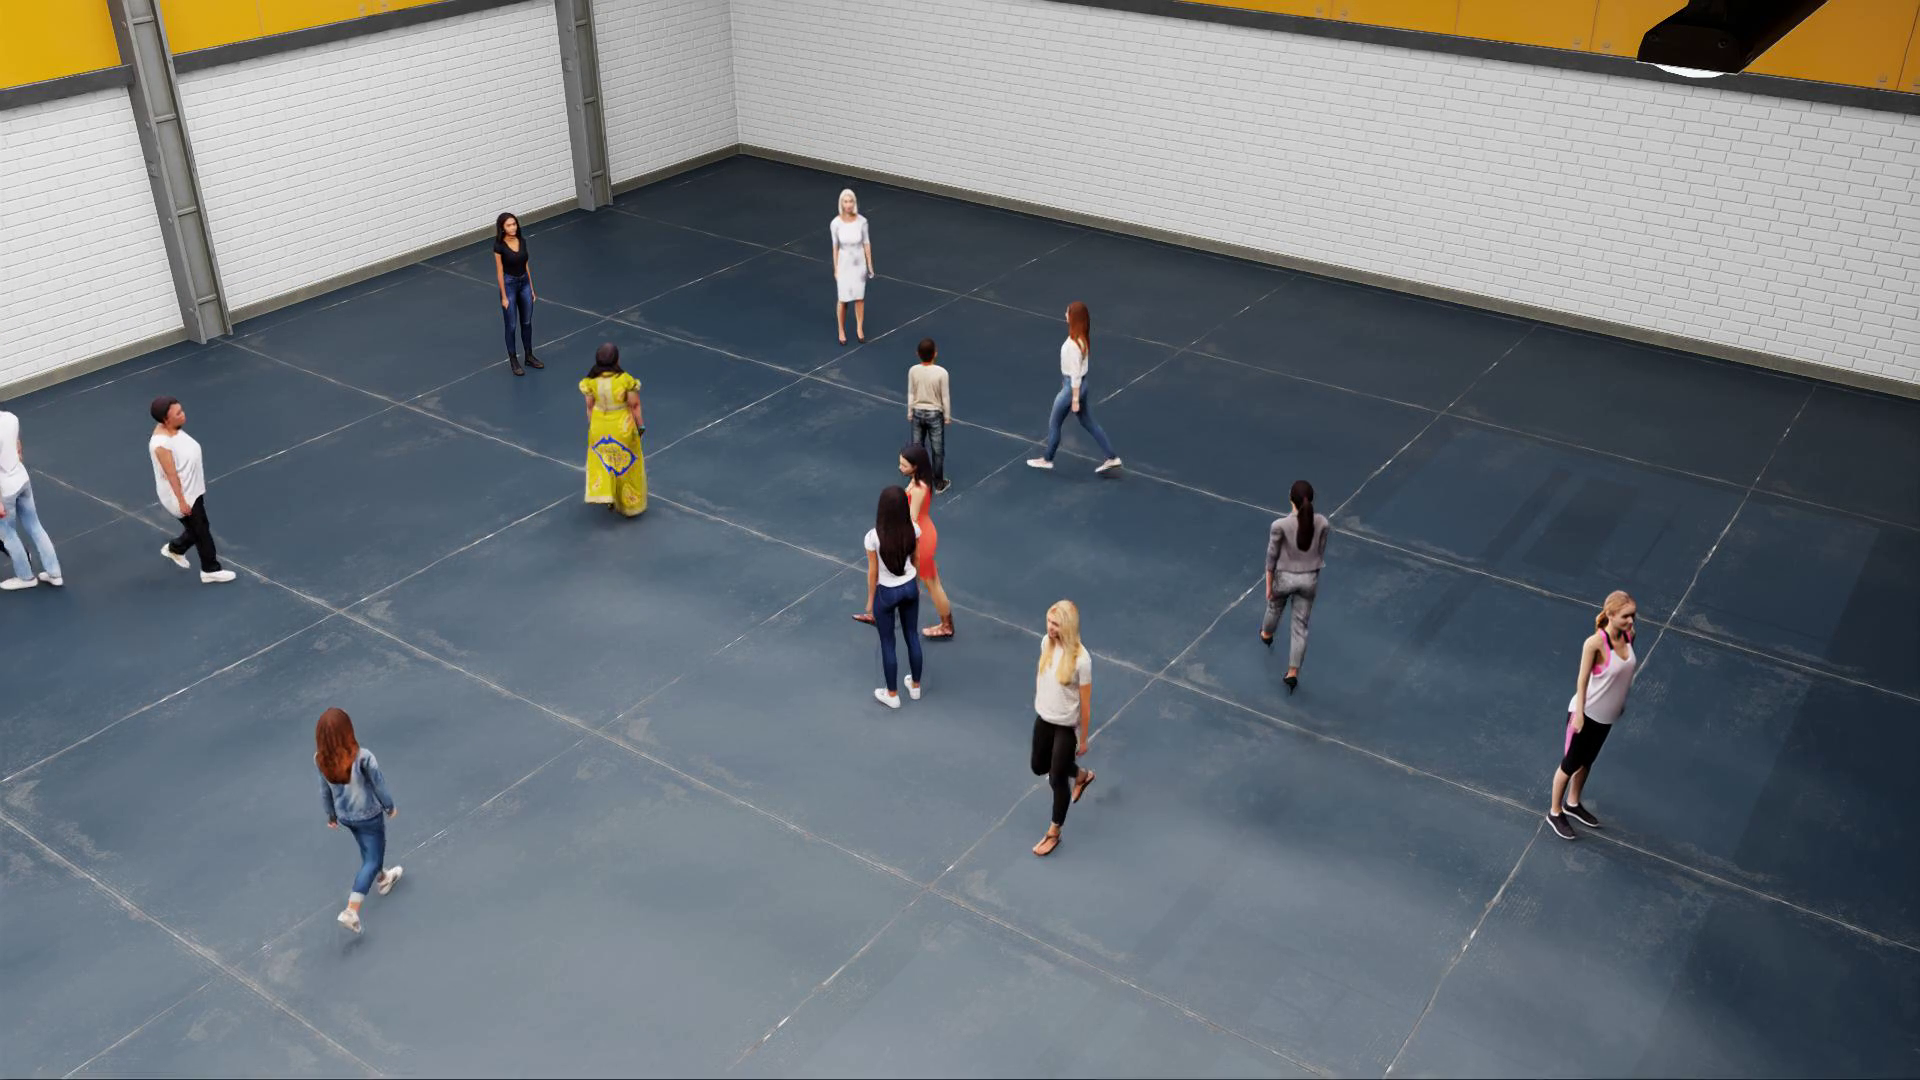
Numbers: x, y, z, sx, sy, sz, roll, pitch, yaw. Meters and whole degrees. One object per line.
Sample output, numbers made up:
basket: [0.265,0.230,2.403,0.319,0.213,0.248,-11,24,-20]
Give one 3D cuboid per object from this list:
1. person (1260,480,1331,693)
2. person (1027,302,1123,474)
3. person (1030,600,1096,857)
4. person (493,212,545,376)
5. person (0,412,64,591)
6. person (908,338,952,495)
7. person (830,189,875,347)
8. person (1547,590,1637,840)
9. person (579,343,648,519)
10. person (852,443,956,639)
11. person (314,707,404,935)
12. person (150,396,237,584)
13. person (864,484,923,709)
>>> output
person: [2.488,0.376,12.267,0.998,1.641,1.126,-1,29,-2]
person: [1.151,-1.365,15.408,0.901,1.690,1.143,9,30,15]
person: [0.707,1.153,10.665,0.689,1.812,0.929,25,37,37]
person: [-4.734,-2.643,17.699,0.630,1.740,0.487,23,36,35]
person: [-7.670,-0.410,13.500,0.927,1.841,0.854,4,29,7]
person: [-0.298,-1.132,15.224,0.606,1.456,0.581,7,29,13]
person: [-1.200,-3.040,18.419,0.676,1.748,0.752,-9,30,-15]
person: [4.102,1.104,10.780,0.602,1.787,0.739,-15,32,-25]
person: [-3.057,-0.918,14.635,0.929,1.646,0.971,0,29,1]
person: [-0.218,0.047,12.826,1.048,1.684,1.028,-2,29,-4]
person: [-3.661,1.692,10.046,0.769,1.458,1.010,7,29,12]
person: [-6.416,-0.396,13.649,0.954,1.673,0.889,-6,29,-11]
person: [-0.461,0.407,12.072,0.594,1.774,0.724,-15,32,-26]
